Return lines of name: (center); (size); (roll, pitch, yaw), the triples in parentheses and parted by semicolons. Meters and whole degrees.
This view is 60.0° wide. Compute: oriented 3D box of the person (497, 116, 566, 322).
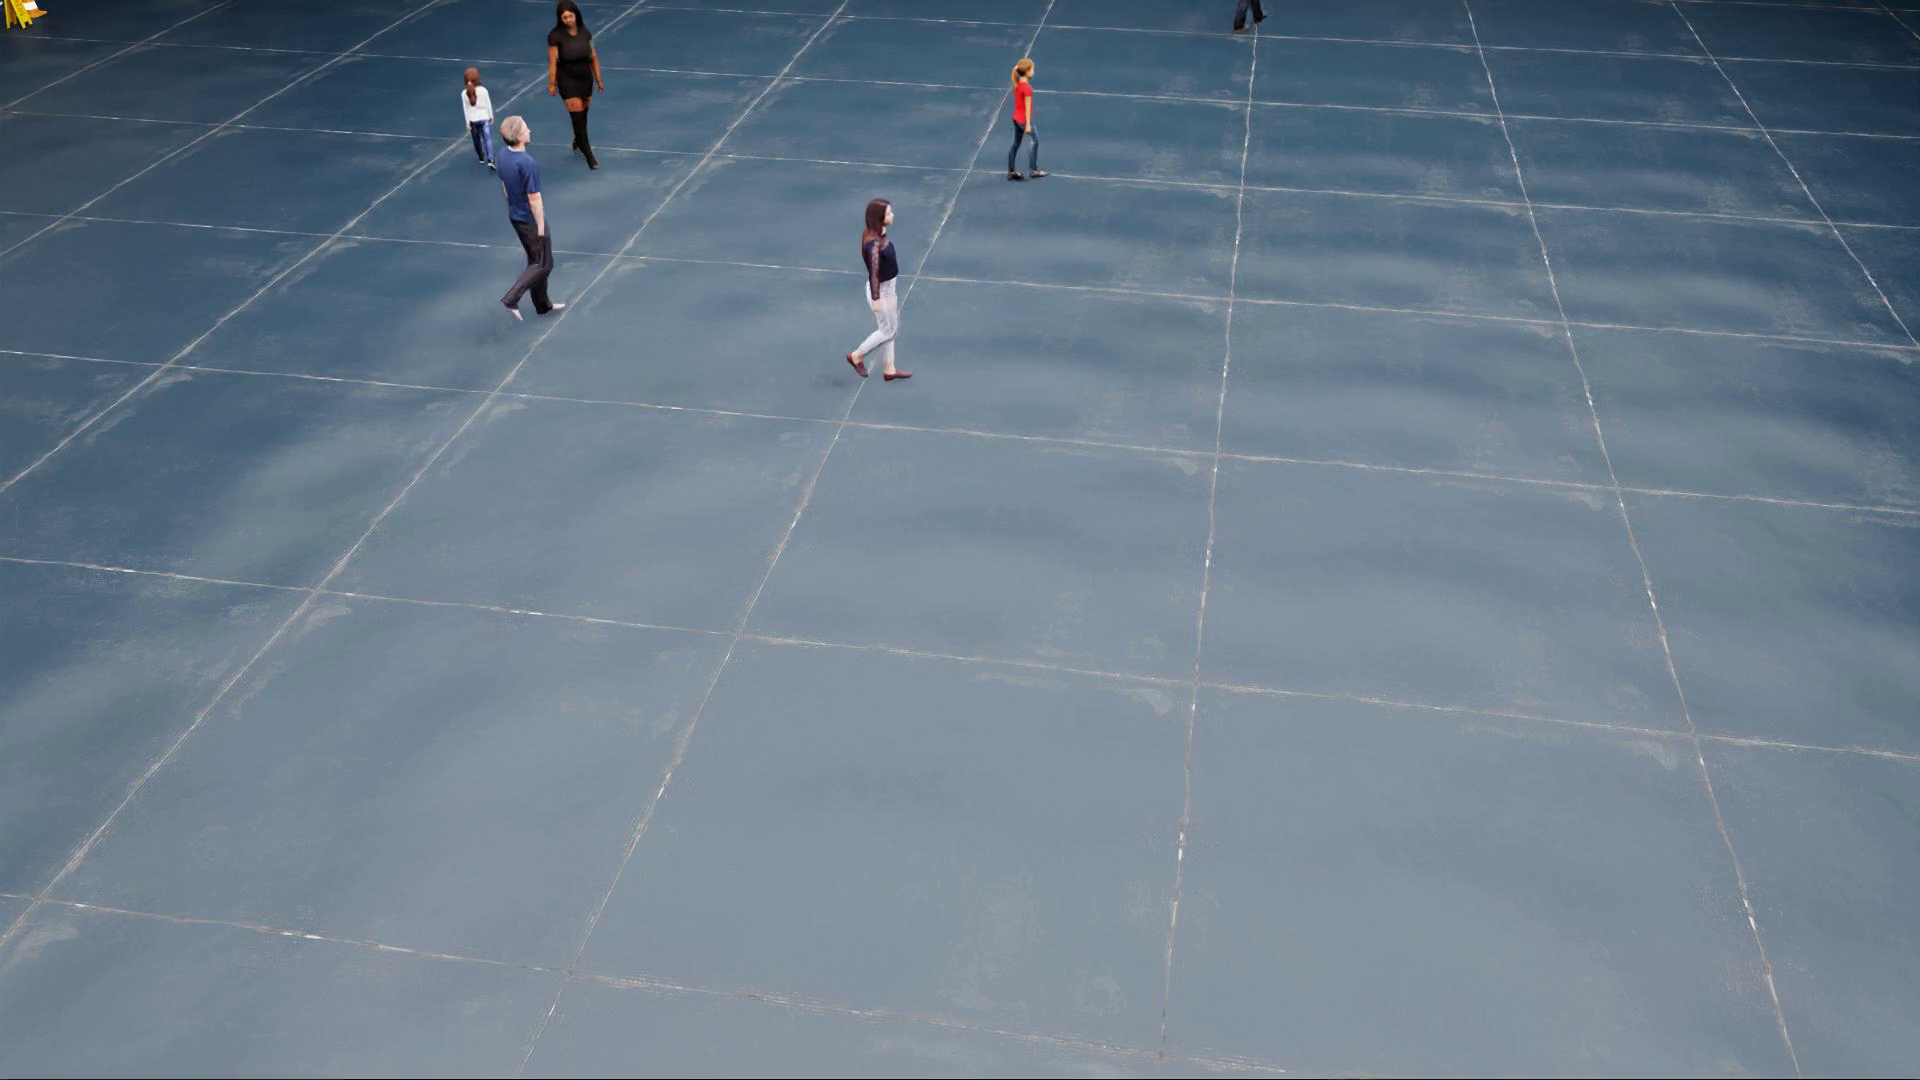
person: (-3.865, -2.781, 14.611); (0.980, 1.855, 0.996); (28, 41, 36)

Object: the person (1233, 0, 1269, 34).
person: (3.938, -7.839, 22.686); (1.113, 1.793, 1.070); (-22, 39, -31)

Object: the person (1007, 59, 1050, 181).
person: (0.615, -4.492, 17.843); (0.772, 1.299, 0.686); (-13, 35, -20)

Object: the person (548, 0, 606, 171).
person: (-4.220, -4.963, 18.136); (1.200, 1.784, 1.264); (-24, 39, -32)

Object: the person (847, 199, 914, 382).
person: (-0.695, -2.022, 13.650); (0.830, 1.596, 0.685); (-1, 32, -1)

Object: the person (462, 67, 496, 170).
person: (-5.263, -4.602, 18.213); (0.791, 1.091, 0.737); (-9, 33, -14)
